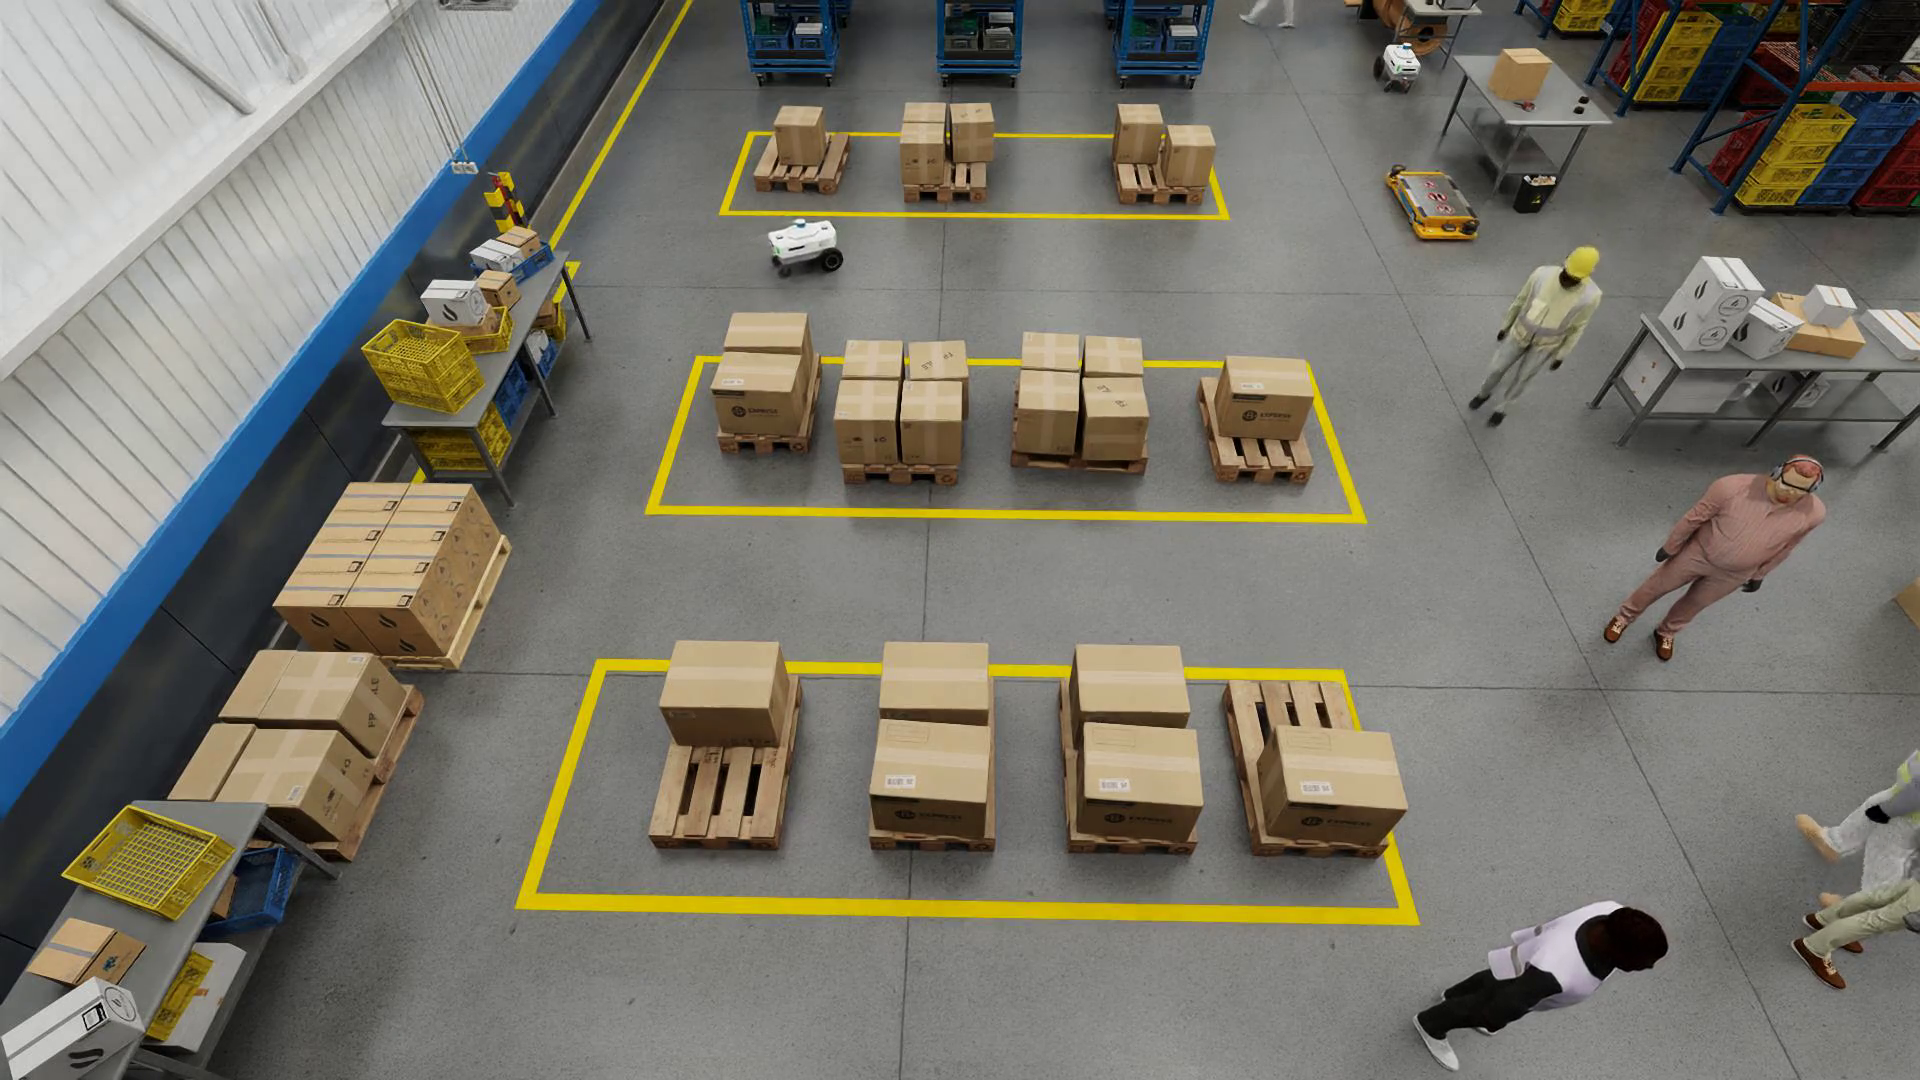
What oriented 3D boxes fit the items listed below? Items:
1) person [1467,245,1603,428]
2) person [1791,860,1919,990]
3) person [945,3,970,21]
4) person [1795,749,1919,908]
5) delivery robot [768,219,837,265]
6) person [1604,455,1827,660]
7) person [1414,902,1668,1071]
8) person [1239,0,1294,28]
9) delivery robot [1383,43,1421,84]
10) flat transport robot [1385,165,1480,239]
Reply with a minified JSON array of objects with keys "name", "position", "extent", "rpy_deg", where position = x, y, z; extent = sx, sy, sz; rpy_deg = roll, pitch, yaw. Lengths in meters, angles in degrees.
[{"name":"person","position":[5.056,-1.782,8.038],"extent":[0.608,1.824,0.403],"rpy_deg":[34,57,26]},{"name":"person","position":[5.226,1.862,4.853],"extent":[0.509,1.872,0.328],"rpy_deg":[-31,56,-24]},{"name":"person","position":[-0.038,-8.372,13.631],"extent":[0.613,1.994,0.381],"rpy_deg":[1,49,1]},{"name":"person","position":[5.587,1.552,5.180],"extent":[0.642,1.799,0.698],"rpy_deg":[-15,51,-12]},{"name":"delivery robot","position":[-1.735,-3.307,10.128],"extent":[0.707,0.478,0.477],"rpy_deg":[-19,51,-15]},{"name":"person","position":[5.214,0.143,6.318],"extent":[0.652,1.906,0.405],"rpy_deg":[21,52,17]},{"name":"person","position":[2.815,2.187,4.546],"extent":[0.592,1.913,0.384],"rpy_deg":[-25,54,-20]},{"name":"person","position":[5.008,-8.894,14.348],"extent":[0.886,1.588,0.516],"rpy_deg":[20,52,16]},{"name":"delivery robot","position":[6.386,-6.916,13.255],"extent":[0.477,0.478,0.707],"rpy_deg":[2,49,1]},{"name":"flat transport robot","position":[5.692,-4.094,11.059],"extent":[0.652,0.197,1.431],"rpy_deg":[1,49,1]}]
